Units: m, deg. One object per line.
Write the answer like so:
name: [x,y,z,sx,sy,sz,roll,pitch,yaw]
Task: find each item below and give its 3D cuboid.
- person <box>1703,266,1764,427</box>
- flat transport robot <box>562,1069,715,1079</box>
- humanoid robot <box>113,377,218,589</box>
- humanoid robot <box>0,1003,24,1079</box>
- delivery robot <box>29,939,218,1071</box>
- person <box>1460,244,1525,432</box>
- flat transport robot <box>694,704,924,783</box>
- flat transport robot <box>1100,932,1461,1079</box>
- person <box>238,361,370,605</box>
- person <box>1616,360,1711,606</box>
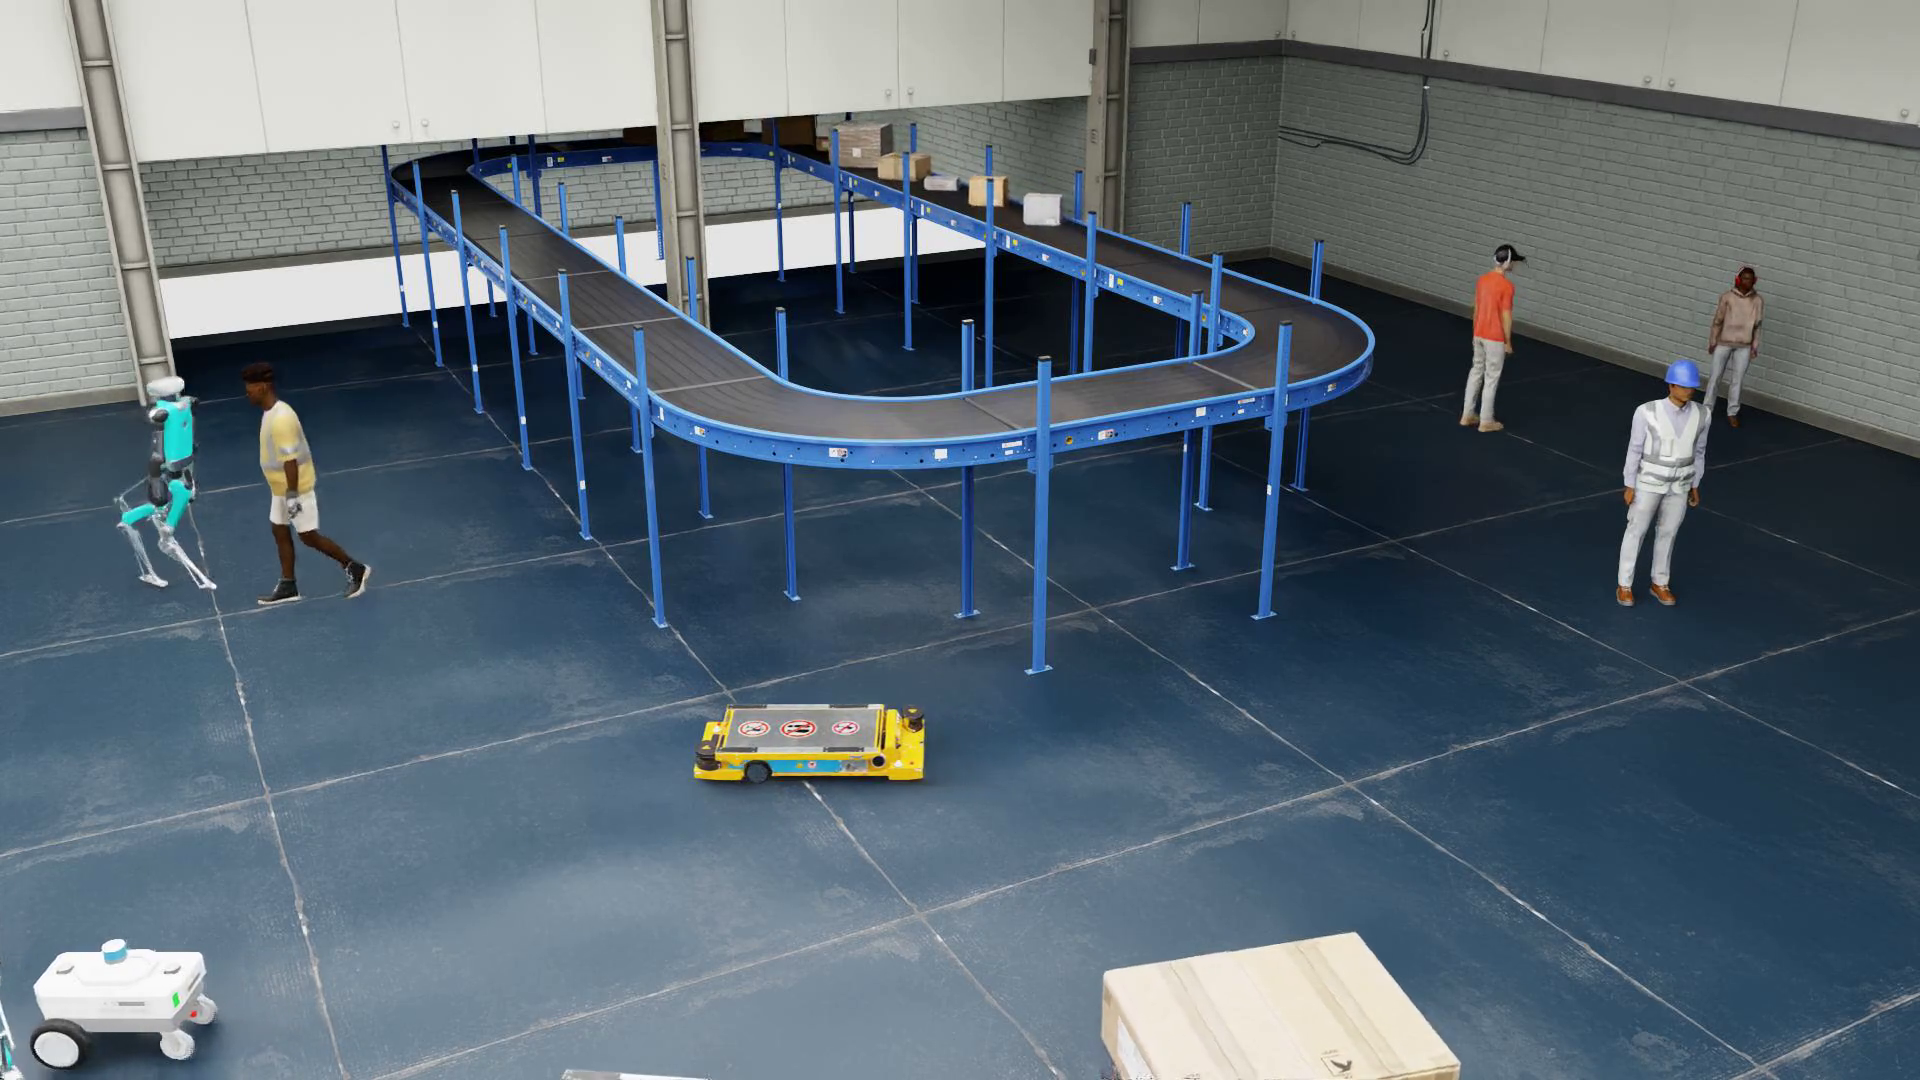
person: [7.864,-1.975,16.908,0.470,1.651,0.326,7,23,17]
flat transport robot: [-1.260,2.664,7.290,1.431,0.231,0.659,2,22,5]
humanoid robot: [-6.325,-0.390,12.931,0.900,1.779,0.557,0,22,1]
humanoid robot: [-4.303,1.933,7.108,0.669,1.770,0.530,15,27,33]
delivery robot: [-4.037,2.204,8.036,0.777,0.587,0.499,0,22,0]
person: [5.361,-2.032,16.725,0.420,1.906,0.473,-10,24,-23]
flat transport robot: [-0.948,1.301,10.660,1.431,0.231,0.659,0,22,0]
flat transport robot: [1.338,2.636,7.359,0.659,0.231,1.431,-5,23,-13]
person: [-5.080,-0.436,12.752,0.791,1.929,0.654,-13,26,-29]
person: [5.367,-0.435,12.709,0.610,1.950,0.377,-1,22,-2]
